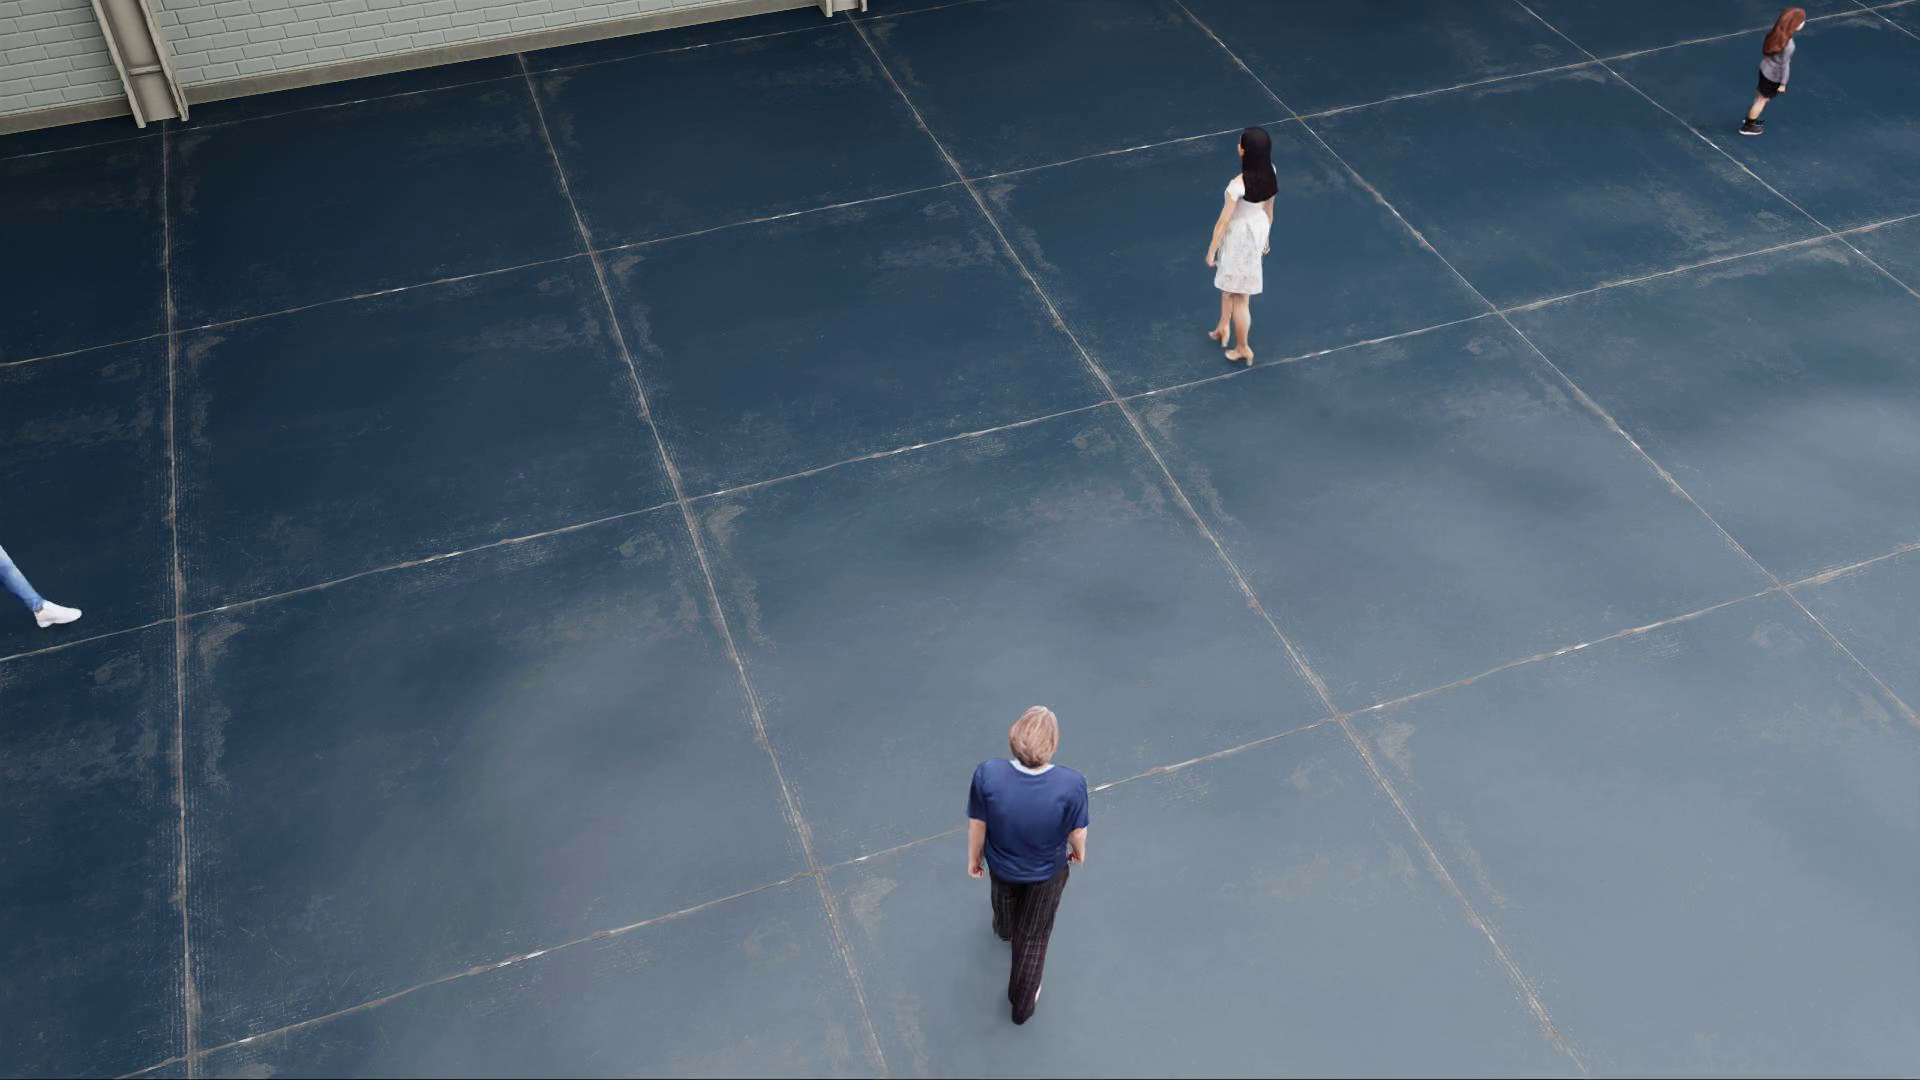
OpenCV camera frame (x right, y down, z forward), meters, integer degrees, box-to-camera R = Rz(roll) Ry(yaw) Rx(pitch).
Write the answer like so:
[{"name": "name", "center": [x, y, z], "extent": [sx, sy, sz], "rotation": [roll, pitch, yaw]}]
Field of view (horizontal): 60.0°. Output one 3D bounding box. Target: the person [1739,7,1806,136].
[{"name": "person", "center": [6.538, -3.805, 13.484], "extent": [0.579, 1.099, 0.553], "rotation": [2, 43, 2]}]

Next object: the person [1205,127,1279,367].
[{"name": "person", "center": [1.918, -1.863, 10.918], "extent": [0.812, 1.763, 0.838], "rotation": [-30, 51, -28]}]

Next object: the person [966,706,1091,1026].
[{"name": "person", "center": [0.270, 1.485, 7.276], "extent": [1.012, 1.841, 1.016], "rotation": [9, 44, 9]}]
